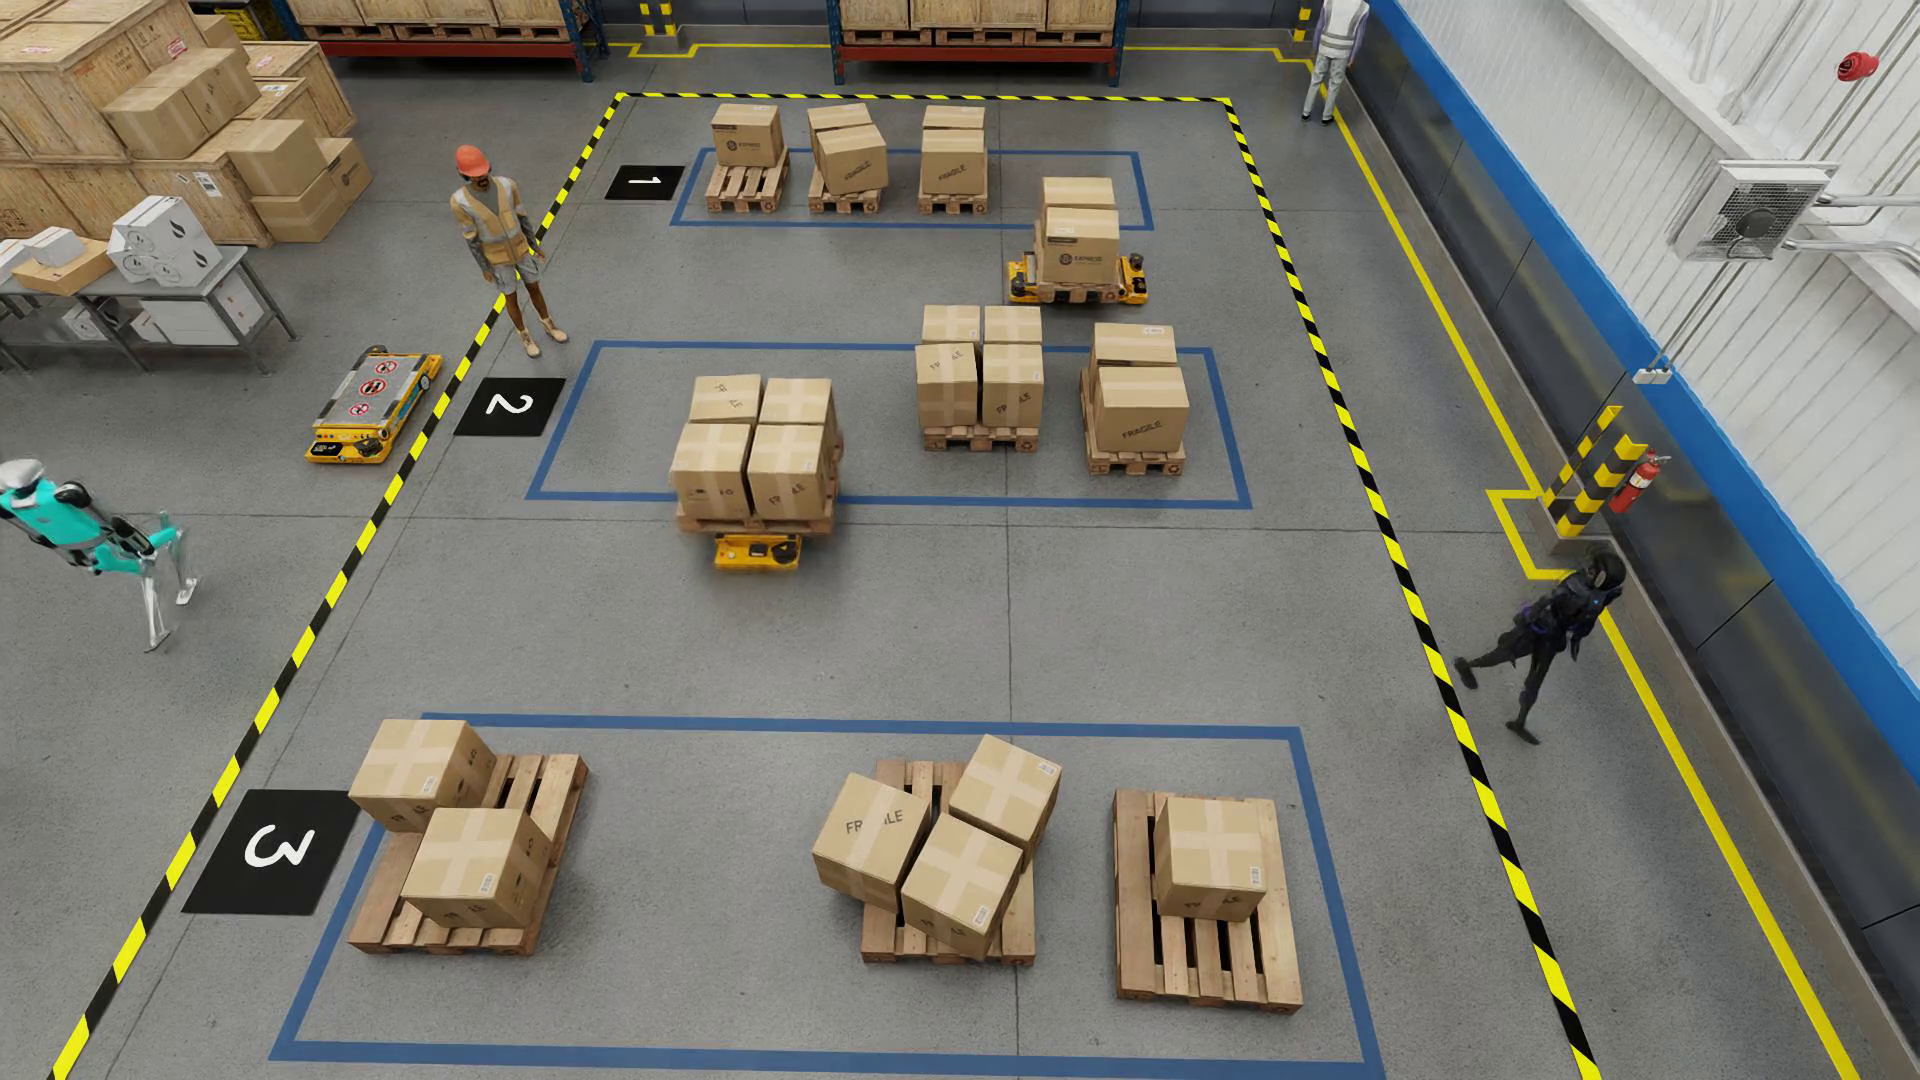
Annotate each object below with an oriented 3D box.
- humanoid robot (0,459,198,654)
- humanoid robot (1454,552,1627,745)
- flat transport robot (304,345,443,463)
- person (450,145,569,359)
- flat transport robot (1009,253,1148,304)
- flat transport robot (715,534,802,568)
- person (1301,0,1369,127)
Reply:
[{"bbox_3d":[-5.897,-0.008,6.401,0.534,1.752,0.930,-10,50,-8],"label":"humanoid robot"},{"bbox_3d":[3.771,0.656,5.915,0.596,1.624,0.772,-7,50,-6],"label":"humanoid robot"},{"bbox_3d":[-5.383,-1.269,8.441,0.659,0.231,1.431,1,50,1],"label":"flat transport robot"},{"bbox_3d":[-4.146,-2.633,8.433,0.376,2.045,0.605,36,58,26],"label":"person"},{"bbox_3d":[1.244,-2.786,9.706,1.431,0.197,0.652,1,50,1],"label":"flat transport robot"},{"bbox_3d":[-1.603,-0.377,7.667,0.652,0.197,1.431,1,50,1],"label":"flat transport robot"},{"bbox_3d":[4.747,-6.205,11.598,0.590,1.823,0.404,26,55,20],"label":"person"}]
